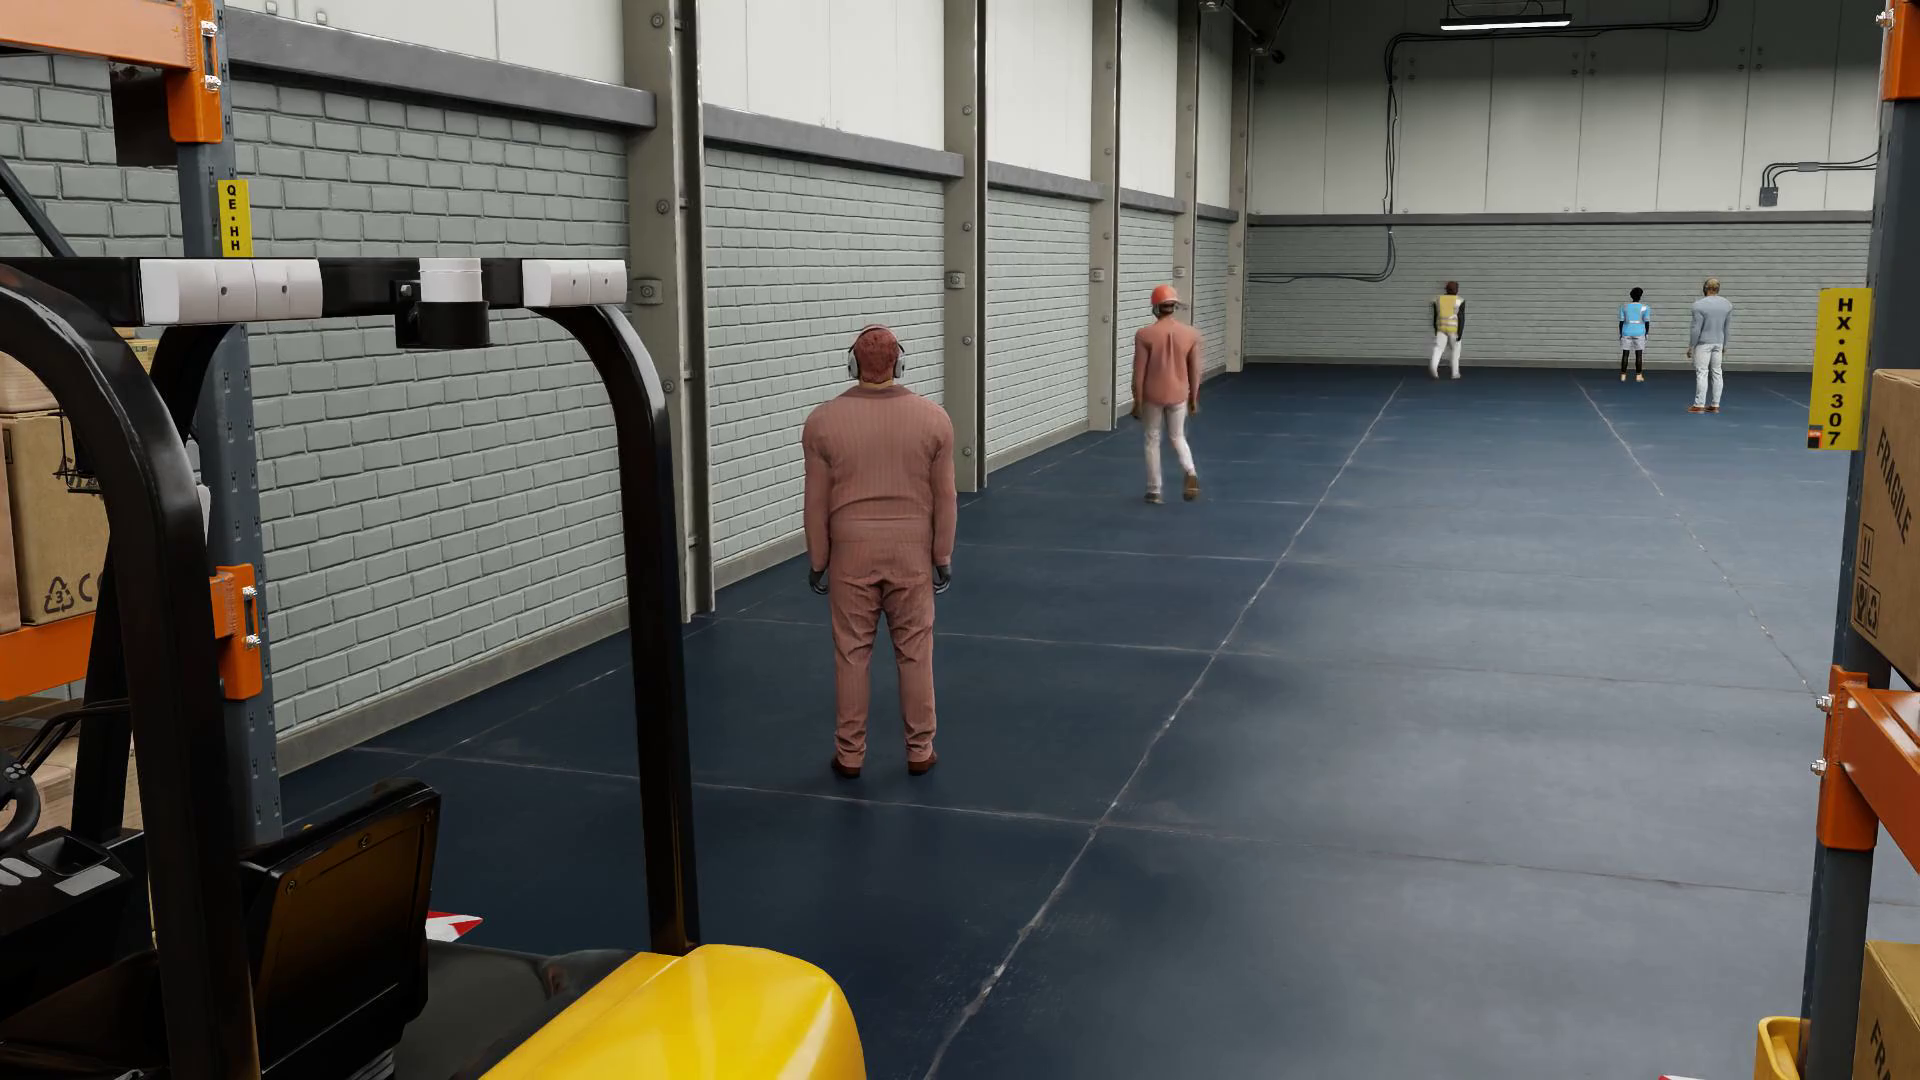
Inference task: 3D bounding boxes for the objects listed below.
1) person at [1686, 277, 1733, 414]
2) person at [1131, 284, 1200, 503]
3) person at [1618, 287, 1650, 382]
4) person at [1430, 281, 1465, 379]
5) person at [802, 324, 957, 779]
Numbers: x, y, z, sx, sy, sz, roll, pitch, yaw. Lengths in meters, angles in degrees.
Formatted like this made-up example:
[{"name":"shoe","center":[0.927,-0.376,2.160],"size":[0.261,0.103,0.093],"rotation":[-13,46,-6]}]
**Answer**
[{"name":"person","center":[10.671,-2.768,23.726],"size":[0.627,1.941,0.371],"rotation":[-2,10,-13]},{"name":"person","center":[1.843,-1.278,14.755],"size":[0.625,1.971,0.692],"rotation":[-2,10,-14]},{"name":"person","center":[12.161,-3.704,30.018],"size":[0.540,1.695,0.317],"rotation":[6,11,31]},{"name":"person","center":[8.983,-3.866,30.658],"size":[0.613,1.815,0.890],"rotation":[7,12,35]},{"name":"person","center":[-0.336,0.056,6.995],"size":[0.641,1.912,0.408],"rotation":[-1,10,-6]}]
